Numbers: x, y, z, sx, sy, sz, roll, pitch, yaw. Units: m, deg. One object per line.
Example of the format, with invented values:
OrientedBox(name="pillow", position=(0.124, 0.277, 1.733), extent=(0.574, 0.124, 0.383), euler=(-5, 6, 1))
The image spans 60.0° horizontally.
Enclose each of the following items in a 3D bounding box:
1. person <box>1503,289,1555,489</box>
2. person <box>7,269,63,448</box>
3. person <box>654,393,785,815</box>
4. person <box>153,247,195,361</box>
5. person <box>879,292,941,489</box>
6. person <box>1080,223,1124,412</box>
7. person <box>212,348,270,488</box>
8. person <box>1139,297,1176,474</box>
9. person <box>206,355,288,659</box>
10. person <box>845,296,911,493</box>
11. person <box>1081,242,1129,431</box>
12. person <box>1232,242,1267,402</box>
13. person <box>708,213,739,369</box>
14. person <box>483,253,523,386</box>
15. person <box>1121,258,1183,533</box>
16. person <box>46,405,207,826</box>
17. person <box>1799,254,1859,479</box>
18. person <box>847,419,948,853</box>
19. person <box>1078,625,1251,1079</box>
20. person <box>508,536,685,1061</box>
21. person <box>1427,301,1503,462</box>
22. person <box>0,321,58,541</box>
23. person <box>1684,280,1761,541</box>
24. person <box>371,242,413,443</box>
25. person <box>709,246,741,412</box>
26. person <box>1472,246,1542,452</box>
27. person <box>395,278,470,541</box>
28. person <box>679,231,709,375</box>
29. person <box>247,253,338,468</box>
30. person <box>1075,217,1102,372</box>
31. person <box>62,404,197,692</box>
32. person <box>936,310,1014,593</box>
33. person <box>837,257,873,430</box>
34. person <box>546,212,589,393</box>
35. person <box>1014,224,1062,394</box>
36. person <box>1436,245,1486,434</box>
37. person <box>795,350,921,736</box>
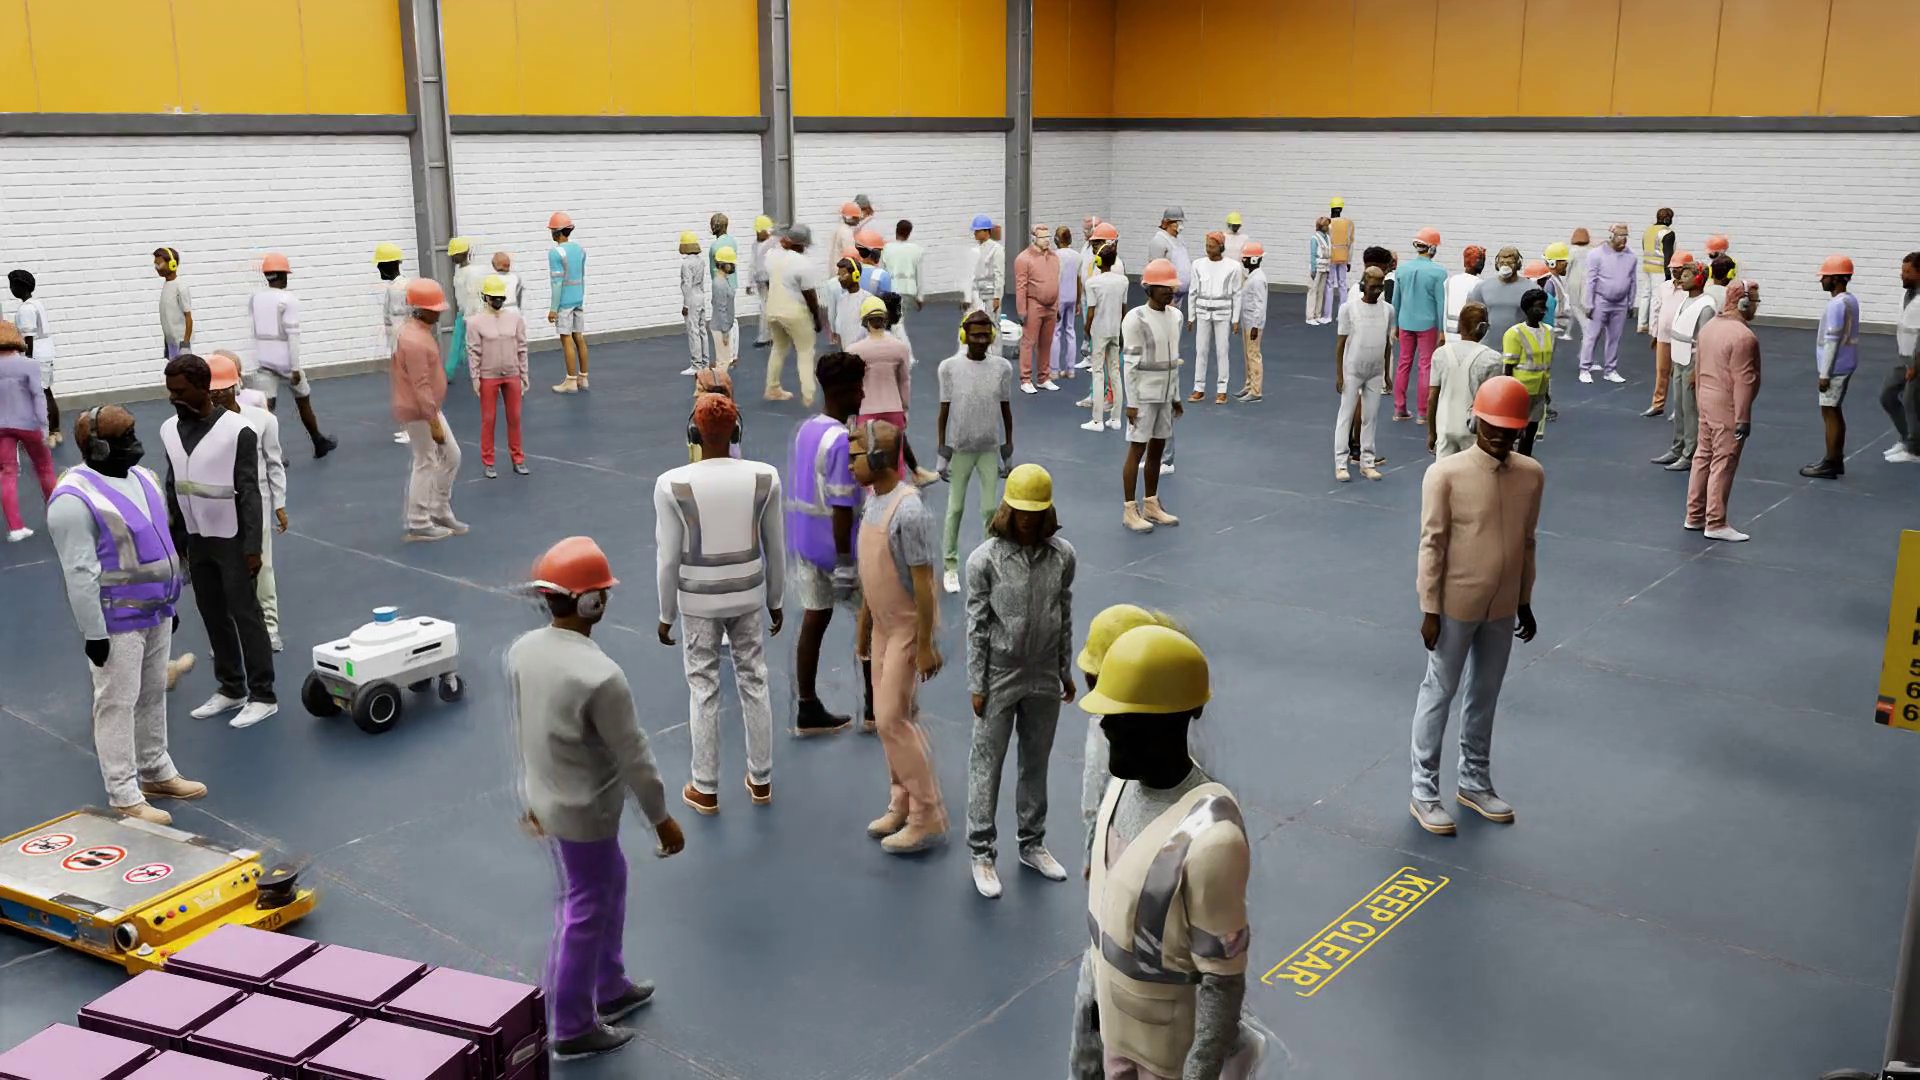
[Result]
OrientedBox(name="person", position=(4.713, -1.238, 13.820), extent=(0.542, 1.695, 0.316), euler=(-8, 16, -29))
OrientedBox(name="person", position=(-8.729, -1.708, 15.715), extent=(0.319, 1.691, 0.540), euler=(-5, 15, -18))
OrientedBox(name="person", position=(-1.054, 0.285, 7.352), extent=(0.585, 1.882, 0.343), euler=(-6, 15, -24))
OrientedBox(name="person", position=(-7.585, -1.895, 16.094), extent=(0.510, 1.871, 0.328), euler=(13, 19, 42))
OrientedBox(name="person", position=(-0.559, -1.247, 13.929), extent=(0.891, 1.644, 0.538), euler=(1, 14, 5))
OrientedBox(name="person", position=(1.542, -2.370, 17.738), extent=(0.377, 1.995, 0.608), euler=(-4, 15, -17))
OrientedBox(name="person", position=(-4.728, -0.440, 10.823), extent=(0.524, 1.607, 0.801), euler=(-10, 17, -36))
OrientedBox(name="person", position=(1.743, -1.391, 14.557), extent=(0.270, 1.632, 0.504), euler=(-2, 14, -9))
OrientedBox(name="person", position=(-4.152, -0.191, 9.520), extent=(0.573, 1.749, 0.342), euler=(-6, 15, -22))
OrientedBox(name="person", position=(-0.625, -0.950, 12.546), extent=(0.524, 1.760, 0.326), euler=(-6, 15, -22))
OrientedBox(name="person", position=(1.437, -2.021, 16.589), extent=(0.513, 1.877, 0.328), euler=(-8, 16, -29))
OrientedBox(name="person", position=(3.203, -2.406, 18.369), extent=(0.335, 1.749, 0.575), euler=(0, 14, 0))
OrientedBox(name="person", position=(-2.968, -3.110, 20.806), extent=(0.364, 1.939, 0.636), euler=(2, 14, 9))
OrientedBox(name="person", position=(-5.192, -2.441, 18.816), extent=(0.515, 1.599, 0.829), euler=(-11, 18, -36))
OrientedBox(name="person", position=(1.473, -1.088, 12.515), extent=(0.609, 2.044, 0.393), euler=(-13, 19, -41))
OrientedBox(name="person", position=(-3.622, 0.328, 7.264), extent=(0.429, 1.846, 0.629), euler=(1, 14, 4))
OrientedBox(name="person", position=(7.526, -1.497, 14.402), extent=(0.411, 1.927, 0.547), euler=(11, 18, 37))
OrientedBox(name="person", position=(-0.279, 0.408, 7.029), extent=(0.418, 1.817, 0.627), euler=(-7, 16, -25))
OrientedBox(name="person", position=(0.448, 1.127, 3.901), extent=(0.366, 1.927, 0.591), euler=(-5, 15, -18))
OrientedBox(name="person", position=(-1.164, 0.841, 5.428), extent=(0.528, 1.735, 0.591), euler=(-11, 17, -36))
OrientedBox(name="person", position=(3.461, -0.713, 11.433), extent=(0.517, 1.836, 0.341), euler=(11, 18, 37))
OrientedBox(name="person", position=(-6.986, -0.843, 12.430), extent=(0.520, 1.596, 0.793), euler=(0, 14, -2))
OrientedBox(name="person", position=(5.667, -0.955, 12.265), extent=(0.404, 1.904, 0.651), euler=(-1, 14, -3))
OrientedBox(name="person", position=(-5.393, -1.891, 15.995), extent=(0.401, 1.916, 0.585), euler=(-3, 14, -13))
OrientedBox(name="person", position=(-2.490, -2.232, 17.672), extent=(0.344, 1.758, 0.532), euler=(-2, 14, -7))
OrientedBox(name="person", position=(4.963, -1.713, 15.226), extent=(0.635, 1.938, 0.354), euler=(6, 15, 22))
OrientedBox(name="person", position=(-3.818, -0.924, 12.046), extent=(0.575, 1.948, 0.685), euler=(-3, 14, -13))
OrientedBox(name="person", position=(-3.283, -2.898, 20.361), extent=(0.301, 1.741, 0.494), euler=(4, 15, 15))
OrientedBox(name="person", position=(-6.042, -1.612, 14.920), extent=(0.552, 1.882, 0.982), euler=(4, 14, 14))
OrientedBox(name="person", position=(1.648, -3.032, 20.572), extent=(0.399, 1.905, 0.642), euler=(-6, 15, -21))
OrientedBox(name="person", position=(-4.196, 0.124, 8.467), extent=(0.548, 1.640, 0.913), euler=(4, 14, 14))
OrientedBox(name="person", position=(0.097, -0.574, 10.846), extent=(0.511, 1.860, 0.319), euler=(-2, 14, -8))
OrientedBox(name="person", position=(-0.950, -1.616, 15.015), extent=(0.338, 1.857, 0.525), euler=(-10, 17, -36))
OrientedBox(name="person", position=(-4.496, -2.701, 18.961), extent=(0.378, 2.045, 0.605), euler=(5, 15, 20))
OrientedBox(name="person", position=(0.922, -2.634, 18.973), extent=(0.655, 1.906, 0.407), euler=(-12, 18, -40))
OrientedBox(name="person", position=(4.919, -1.921, 16.197), extent=(0.354, 1.877, 0.572), euler=(-7, 16, -27))
OrientedBox(name="person", position=(-0.508, 0.021, 8.278), extent=(0.774, 1.938, 0.630), euler=(-7, 16, -27))
